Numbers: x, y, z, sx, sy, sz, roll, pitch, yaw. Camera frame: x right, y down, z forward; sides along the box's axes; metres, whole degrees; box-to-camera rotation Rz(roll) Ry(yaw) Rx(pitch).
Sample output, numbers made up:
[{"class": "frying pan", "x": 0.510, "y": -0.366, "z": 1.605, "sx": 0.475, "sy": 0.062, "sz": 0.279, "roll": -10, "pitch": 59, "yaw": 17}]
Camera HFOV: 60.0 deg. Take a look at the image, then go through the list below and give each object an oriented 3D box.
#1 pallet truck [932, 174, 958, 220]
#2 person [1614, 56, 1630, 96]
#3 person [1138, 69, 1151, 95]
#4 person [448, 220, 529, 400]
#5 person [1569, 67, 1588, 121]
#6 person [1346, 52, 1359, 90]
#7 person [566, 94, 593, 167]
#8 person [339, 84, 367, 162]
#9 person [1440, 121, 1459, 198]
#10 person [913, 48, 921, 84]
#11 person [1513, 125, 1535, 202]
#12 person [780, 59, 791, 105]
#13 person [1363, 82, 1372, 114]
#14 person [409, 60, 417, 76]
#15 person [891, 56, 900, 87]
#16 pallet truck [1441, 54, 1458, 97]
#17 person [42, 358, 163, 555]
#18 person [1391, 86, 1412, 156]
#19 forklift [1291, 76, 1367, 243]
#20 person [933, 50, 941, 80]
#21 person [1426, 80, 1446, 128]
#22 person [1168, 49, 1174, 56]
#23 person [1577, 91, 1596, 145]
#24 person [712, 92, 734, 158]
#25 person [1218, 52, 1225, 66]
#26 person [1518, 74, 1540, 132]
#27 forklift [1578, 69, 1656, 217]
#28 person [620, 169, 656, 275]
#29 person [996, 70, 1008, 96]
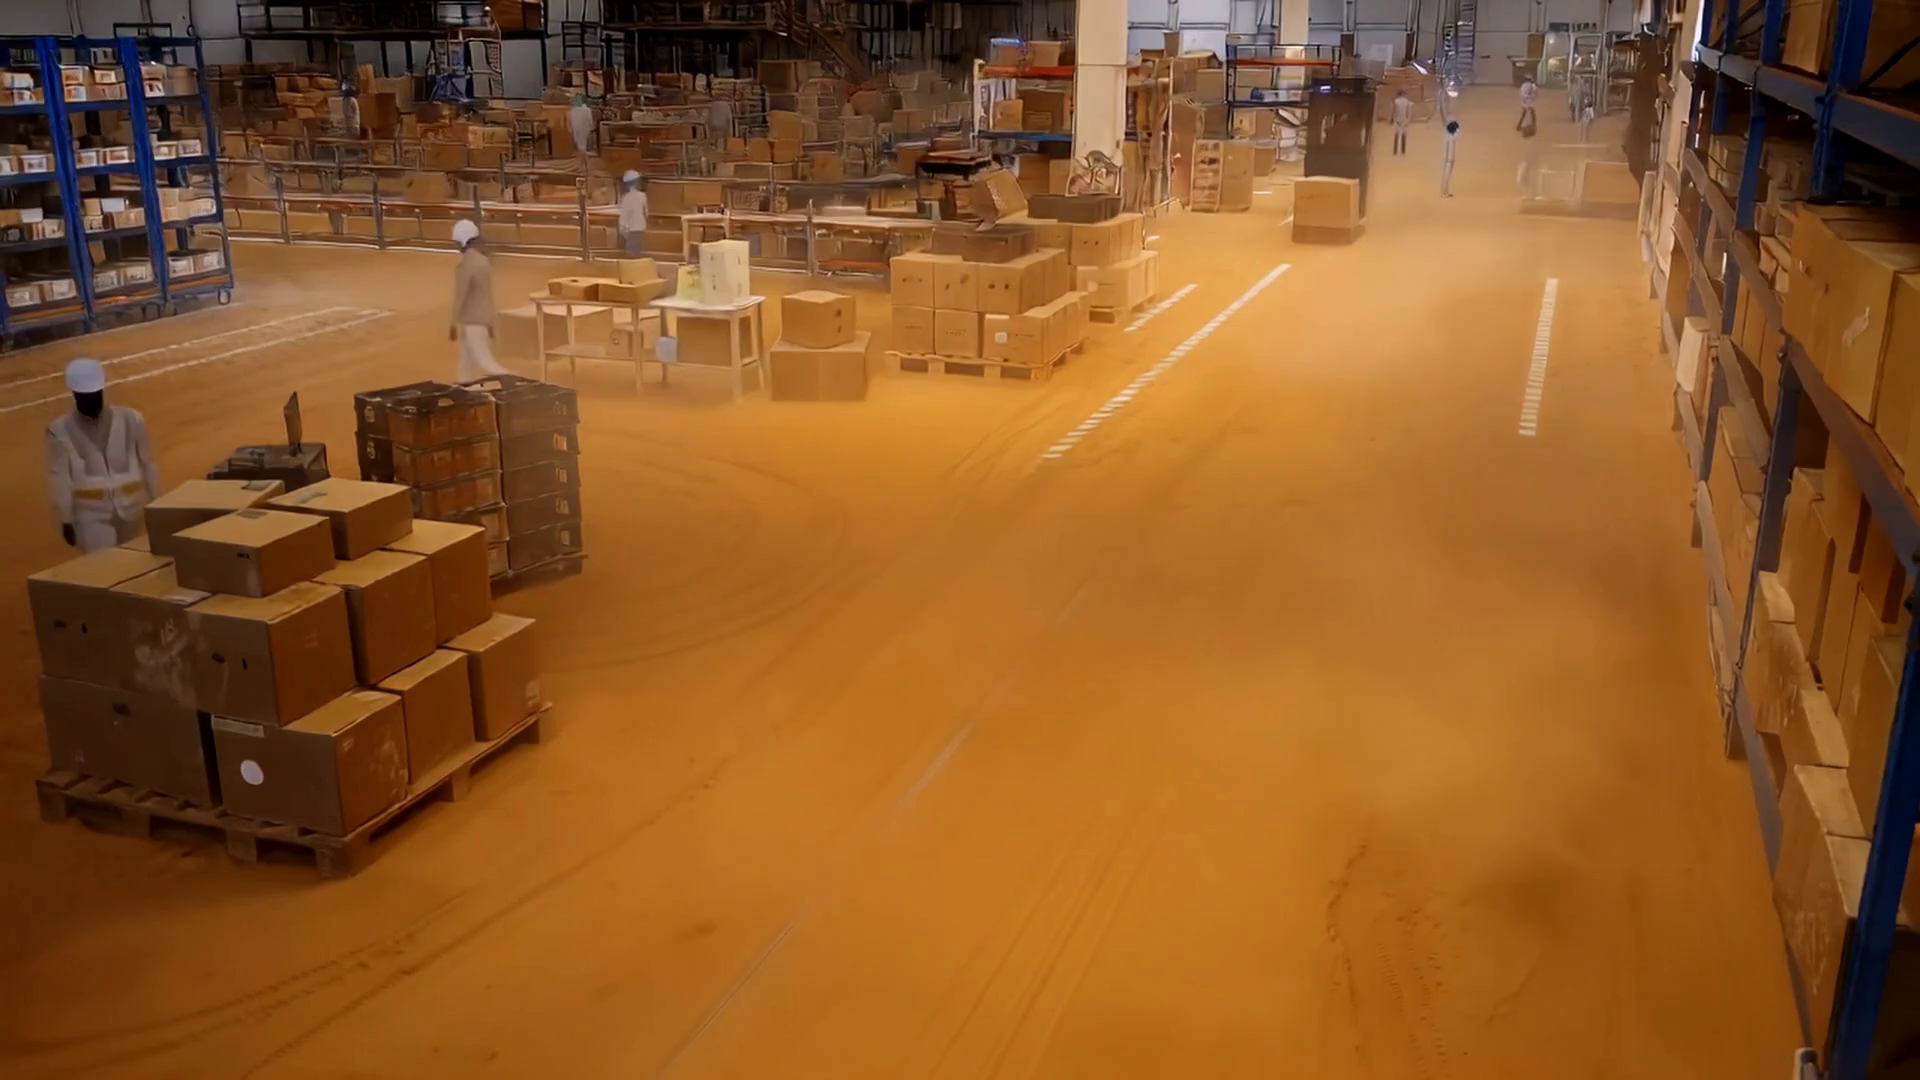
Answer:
[{"class": "pallet truck", "x": -0.507, "y": -5.292, "z": 27.348, "sx": 0.653, "sy": 1.274, "sz": 1.630, "roll": 6, "pitch": 19, "yaw": 19}, {"class": "person", "x": 31.721, "y": -22.225, "z": 79.563, "sx": 0.682, "sy": 1.911, "sz": 0.660, "roll": 15, "pitch": 23, "yaw": 39}, {"class": "person", "x": 6.578, "y": -15.945, "z": 59.827, "sx": 0.560, "sy": 1.914, "sz": 0.720, "roll": 16, "pitch": 23, "yaw": 40}, {"class": "person", "x": -4.757, "y": -2.197, "z": 16.553, "sx": 0.945, "sy": 1.963, "sz": 0.607, "roll": 3, "pitch": 18, "yaw": 8}, {"class": "person", "x": 22.793, "y": -16.425, "z": 61.287, "sx": 0.687, "sy": 1.943, "sz": 0.387, "roll": 2, "pitch": 18, "yaw": 6}, {"class": "person", "x": 20.407, "y": -24.254, "z": 85.990, "sx": 0.963, "sy": 1.890, "sz": 0.605, "roll": -5, "pitch": 18, "yaw": -15}, {"class": "person", "x": -9.900, "y": -10.608, "z": 43.153, "sx": 0.672, "sy": 1.848, "sz": 1.014, "roll": 7, "pitch": 19, "yaw": 22}, {"class": "person", "x": -16.244, "y": -11.124, "z": 44.467, "sx": 0.608, "sy": 2.044, "sz": 0.370, "roll": 8, "pitch": 19, "yaw": 24}, {"class": "person", "x": 10.668, "y": -8.277, "z": 36.185, "sx": 0.265, "sy": 1.632, "sz": 0.509, "roll": 13, "pitch": 22, "yaw": 35}, {"class": "person", "x": -2.389, "y": -26.186, "z": 91.965, "sx": 0.545, "sy": 1.939, "sz": 0.354, "roll": 13, "pitch": 22, "yaw": 36}, {"class": "person", "x": 12.002, "y": -7.959, "z": 35.225, "sx": 0.529, "sy": 1.600, "sz": 0.521, "roll": 10, "pitch": 20, "yaw": 28}, {"class": "person", "x": -7.513, "y": -19.776, "z": 71.875, "sx": 0.501, "sy": 1.909, "sz": 0.603, "roll": 14, "pitch": 22, "yaw": 37}, {"class": "person", "x": 12.986, "y": -13.818, "z": 53.401, "sx": 0.650, "sy": 1.741, "sz": 0.560, "roll": -15, "pitch": 23, "yaw": -39}, {"class": "person", "x": -24.467, "y": -20.605, "z": 74.663, "sx": 0.995, "sy": 1.785, "sz": 0.536, "roll": 6, "pitch": 19, "yaw": 18}, {"class": "person", "x": -3.308, "y": -23.920, "z": 85.173, "sx": 0.504, "sy": 1.726, "sz": 0.503, "roll": -2, "pitch": 18, "yaw": -6}, {"class": "pallet truck", "x": 22.765, "y": -21.886, "z": 78.355, "sx": 0.823, "sy": 1.965, "sz": 1.885, "roll": -4, "pitch": 18, "yaw": -14}, {"class": "person", "x": -5.359, "y": -0.228, "z": 10.440, "sx": 0.620, "sy": 1.921, "sz": 0.827, "roll": -13, "pitch": 22, "yaw": -36}, {"class": "person", "x": 12.363, "y": -11.746, "z": 46.663, "sx": 0.546, "sy": 1.912, "sz": 0.851, "roll": 6, "pitch": 19, "yaw": 19}, {"class": "forklift", "x": 6.598, "y": -6.755, "z": 29.381, "sx": 1.129, "sy": 2.768, "sz": 1.873, "roll": 6, "pitch": 19, "yaw": 19}, {"class": "person", "x": -1.297, "y": -25.748, "z": 90.698, "sx": 0.598, "sy": 1.870, "sz": 0.418, "roll": -2, "pitch": 18, "yaw": -6}, {"class": "person", "x": 16.586, "y": -15.117, "z": 57.705, "sx": 0.781, "sy": 1.599, "sz": 0.547, "roll": 12, "pitch": 21, "yaw": 32}, {"class": "person", "x": 11.704, "y": -26.113, "z": 91.789, "sx": 0.965, "sy": 1.896, "sz": 0.639, "roll": 5, "pitch": 18, "yaw": 16}, {"class": "person", "x": 18.998, "y": -12.800, "z": 50.450, "sx": 0.530, "sy": 1.592, "sz": 0.843, "roll": 6, "pitch": 19, "yaw": 17}, {"class": "person", "x": -6.569, "y": -11.440, "z": 45.889, "sx": 0.599, "sy": 1.789, "sz": 0.923, "roll": 7, "pitch": 19, "yaw": 20}, {"class": "person", "x": 13.638, "y": -24.720, "z": 87.537, "sx": 0.541, "sy": 1.825, "sz": 0.889, "roll": -9, "pitch": 20, "yaw": -26}, {"class": "person", "x": 19.248, "y": -14.760, "z": 56.156, "sx": 0.621, "sy": 1.890, "sz": 0.417, "roll": 4, "pitch": 18, "yaw": 12}, {"class": "forklift", "x": 13.219, "y": -7.740, "z": 32.475, "sx": 1.873, "sy": 2.768, "sz": 1.129, "roll": 6, "pitch": 19, "yaw": 18}, {"class": "person", "x": -4.653, "y": -4.474, "z": 24.052, "sx": 0.567, "sy": 1.740, "sz": 0.535, "roll": 10, "pitch": 20, "yaw": 28}, {"class": "person", "x": 1.655, "y": -18.092, "z": 66.668, "sx": 0.503, "sy": 1.861, "sz": 0.330, "roll": 1, "pitch": 18, "yaw": 3}]
